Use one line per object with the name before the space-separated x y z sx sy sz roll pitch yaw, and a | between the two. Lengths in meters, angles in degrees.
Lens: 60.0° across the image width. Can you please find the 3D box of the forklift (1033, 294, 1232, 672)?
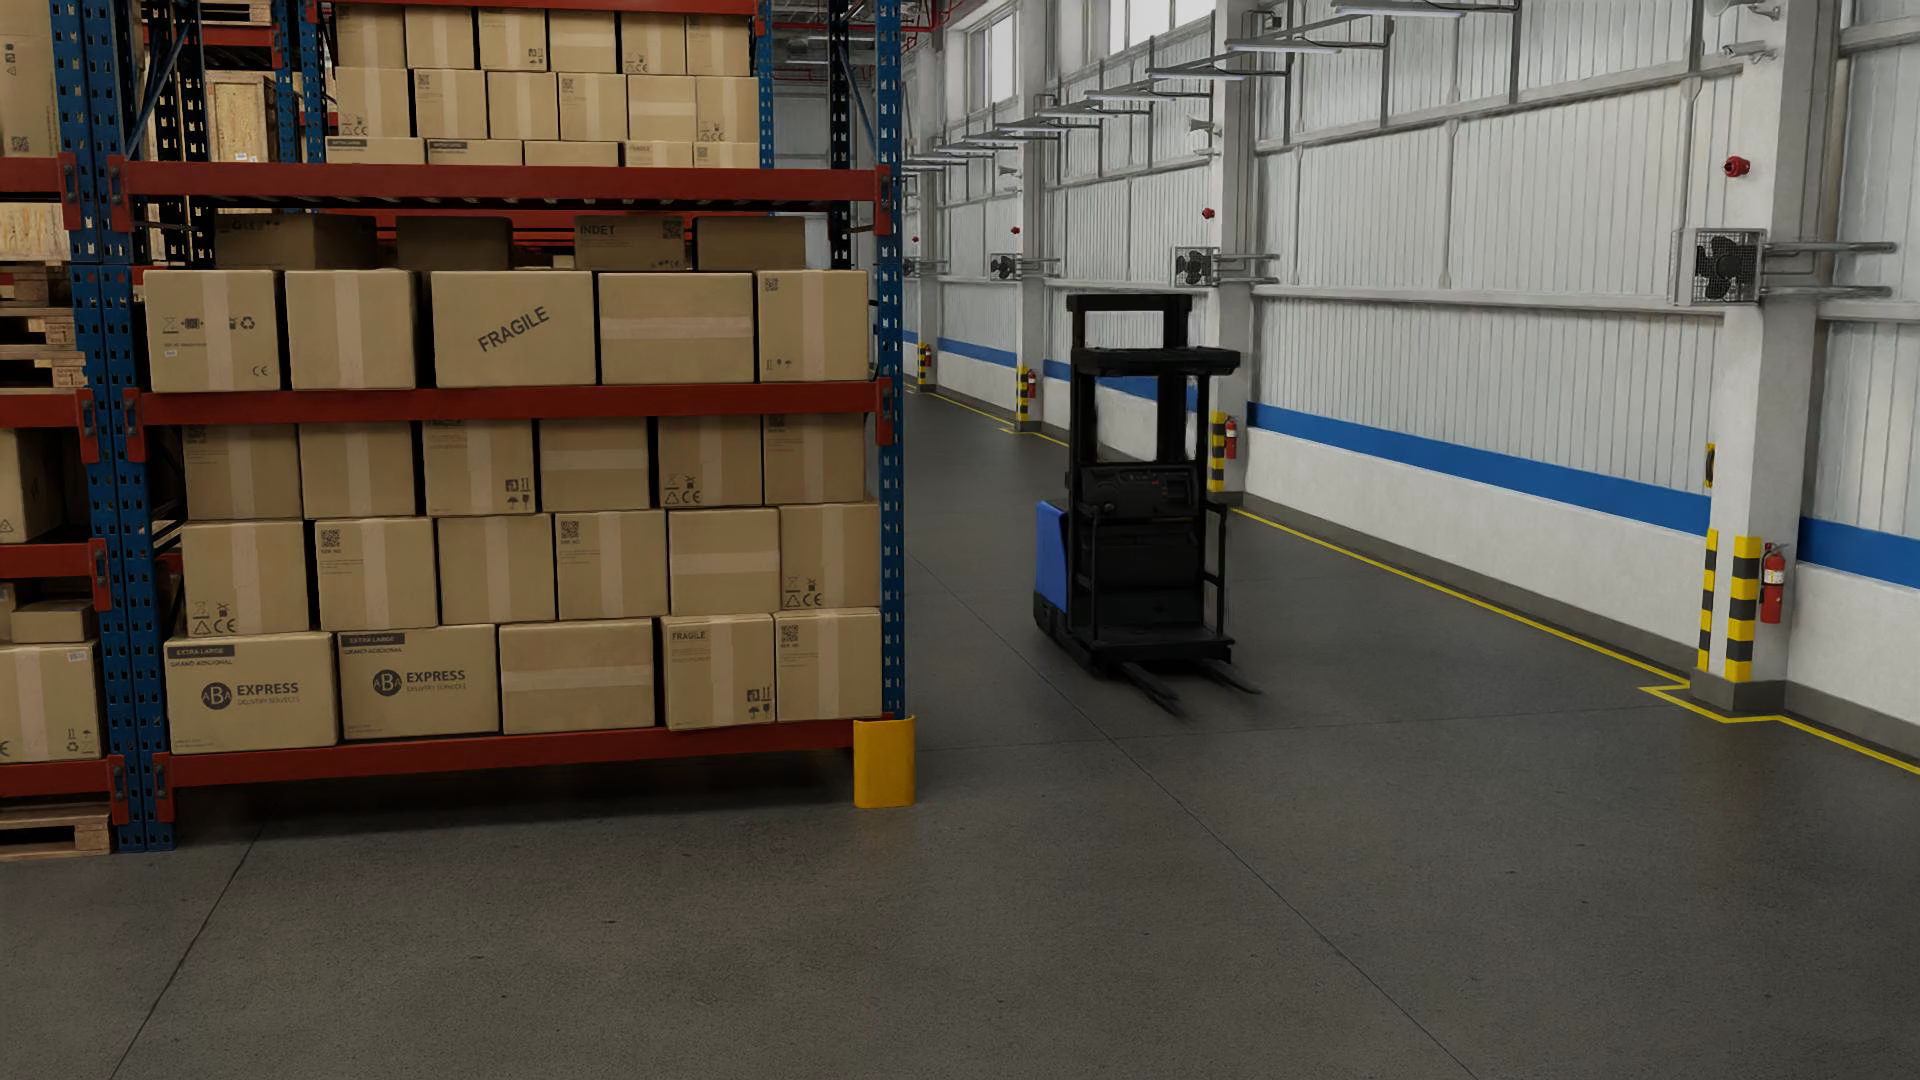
forklift | 1.308 -0.546 13.126 1.129 2.768 1.873 -2 10 -12
